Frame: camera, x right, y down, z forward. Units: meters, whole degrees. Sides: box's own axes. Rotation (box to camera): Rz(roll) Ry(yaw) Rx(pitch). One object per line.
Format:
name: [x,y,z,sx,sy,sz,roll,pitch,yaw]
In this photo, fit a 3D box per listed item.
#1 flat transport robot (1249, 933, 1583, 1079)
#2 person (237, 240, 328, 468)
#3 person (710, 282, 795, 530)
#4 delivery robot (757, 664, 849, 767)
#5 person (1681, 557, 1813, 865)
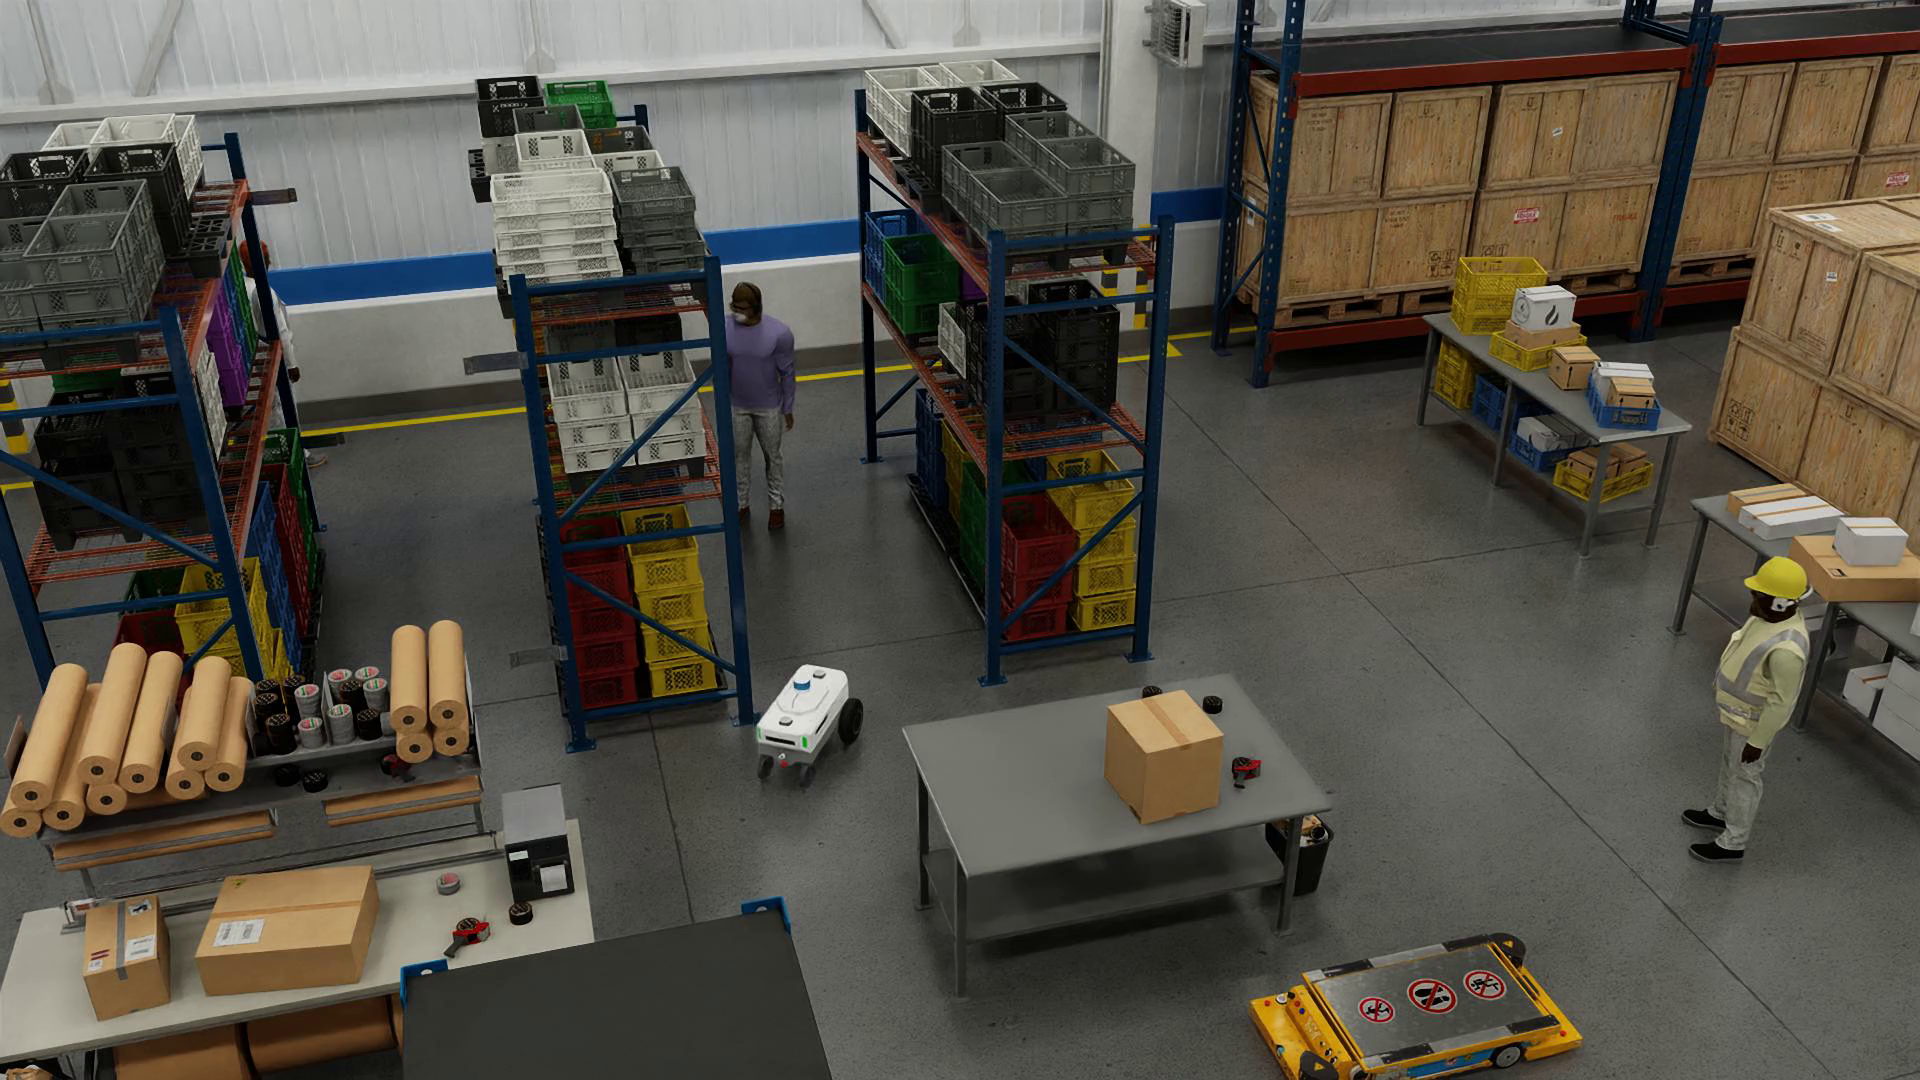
flat transport robot: [2.184,2.282,7.980,1.431,0.197,0.652,-8,30,-14]
person: [-5.413,-1.451,13.111,0.574,1.884,0.356,21,35,33]
person: [-1.511,-0.987,12.216,0.627,1.935,0.372,4,29,7]
delivery robot: [-0.930,1.024,9.883,0.477,0.478,0.707,9,30,15]
person: [4.212,0.906,8.875,0.404,1.830,0.599,8,30,14]
